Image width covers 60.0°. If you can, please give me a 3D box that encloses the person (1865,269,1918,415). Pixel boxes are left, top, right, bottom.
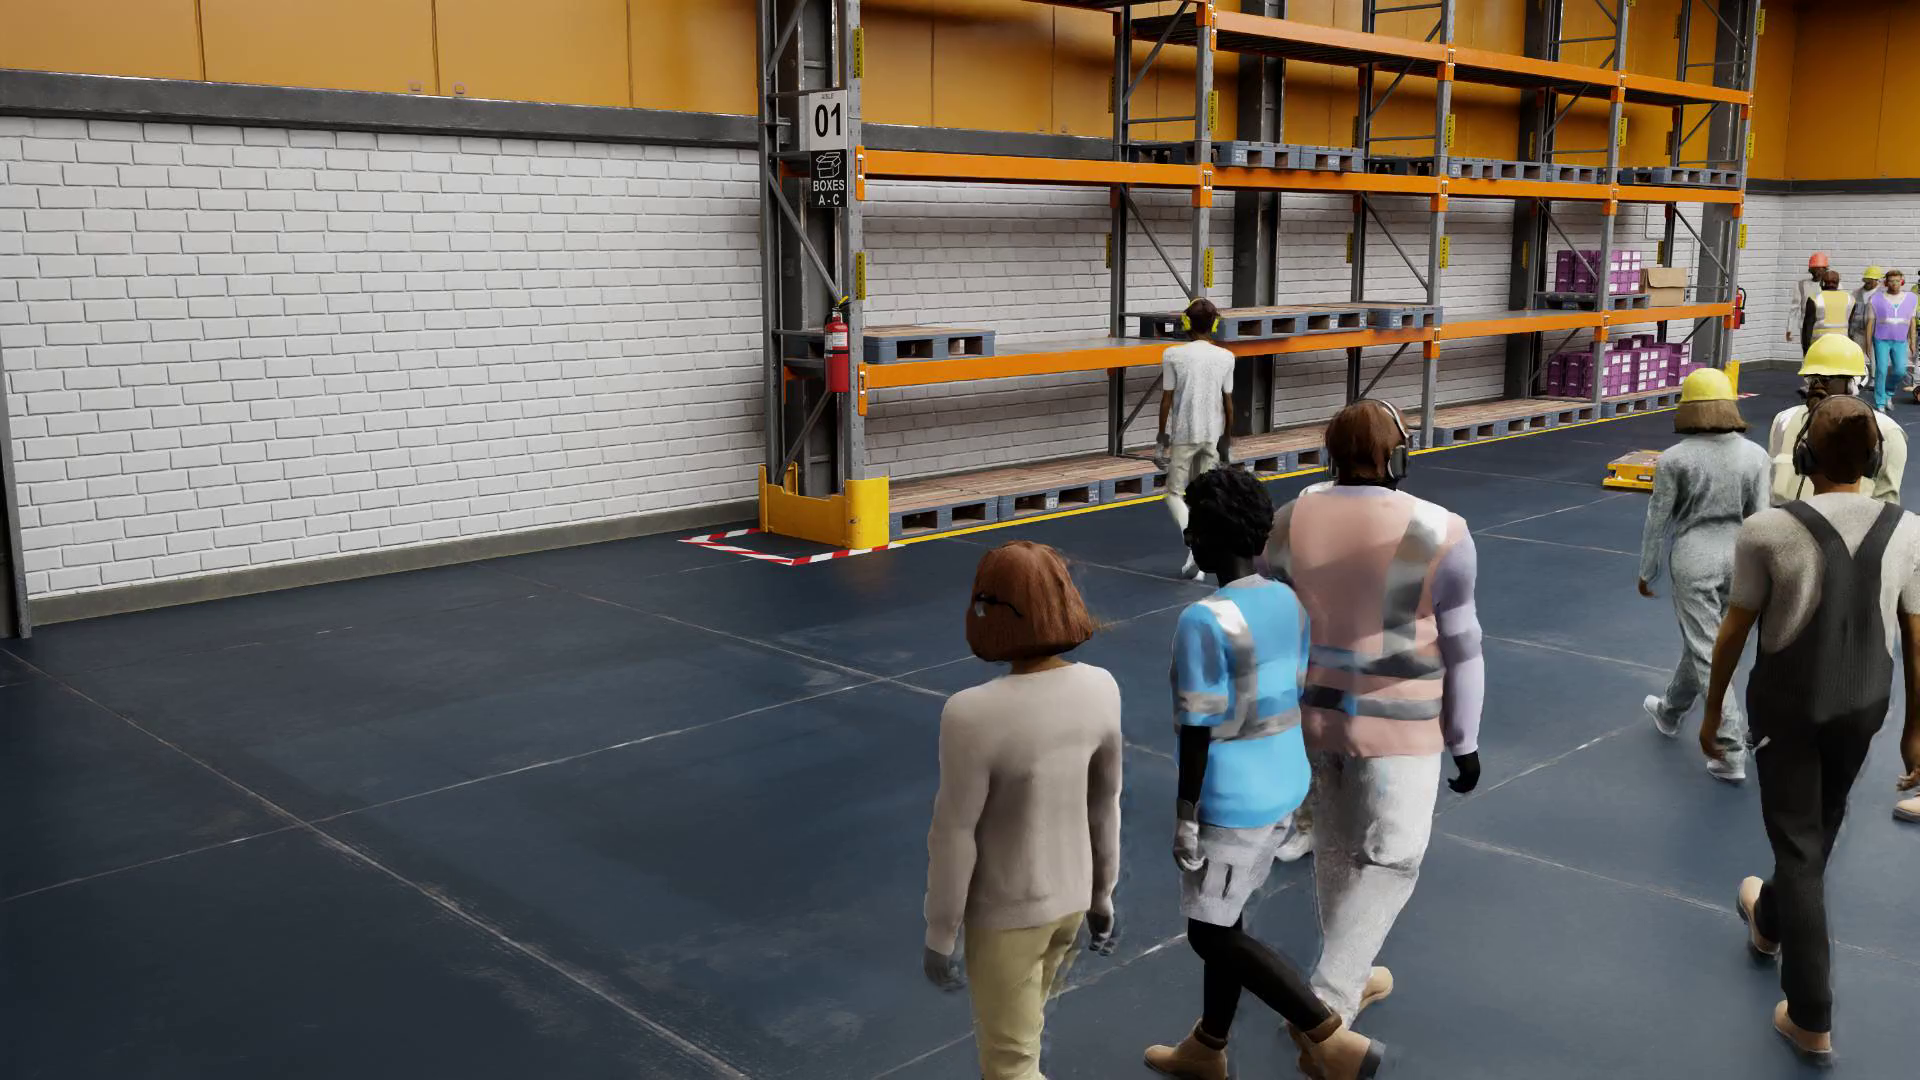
[{"bbox_3d":[11.624,-2.467,20.781,0.589,1.823,0.442,2,11,12],"label":"person"}]

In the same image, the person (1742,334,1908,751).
[{"bbox_3d":[3.638,0.045,7.067,0.404,1.833,0.590,-7,13,-34],"label":"person"}]

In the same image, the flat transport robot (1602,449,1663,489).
[{"bbox_3d":[6.328,-0.639,15.056,0.652,0.197,1.431,7,12,33],"label":"flat transport robot"}]

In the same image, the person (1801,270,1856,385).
[{"bbox_3d":[10.654,-2.405,20.487,0.625,1.817,0.436,0,10,0],"label":"person"}]

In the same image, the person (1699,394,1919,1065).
[{"bbox_3d":[2.412,0.482,4.771,0.537,1.797,0.932,1,10,7],"label":"person"}]

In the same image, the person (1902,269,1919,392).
[{"bbox_3d":[13.936,-3.042,23.952,0.661,1.814,0.641,-4,11,-22],"label":"person"}]

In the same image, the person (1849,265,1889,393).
[{"bbox_3d":[12.953,-3.004,23.757,0.433,1.817,0.590,-8,13,-37],"label":"person"}]

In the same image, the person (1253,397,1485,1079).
[{"bbox_3d":[1.046,0.531,4.501,0.624,1.817,0.801,9,14,40],"label":"person"}]

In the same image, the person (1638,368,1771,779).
[{"bbox_3d":[3.153,0.116,7.078,0.495,1.679,0.940,-1,10,-6],"label":"person"}]

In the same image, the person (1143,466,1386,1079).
[{"bbox_3d":[0.775,0.661,4.170,0.658,1.673,0.544,8,13,37],"label":"person"}]

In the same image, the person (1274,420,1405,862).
[{"bbox_3d":[1.369,0.366,5.841,0.511,1.641,0.307,9,13,39],"label":"person"}]

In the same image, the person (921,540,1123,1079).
[{"bbox_3d":[0.179,0.804,3.551,0.508,1.613,0.742,-10,14,-43],"label":"person"}]

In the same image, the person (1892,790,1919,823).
[{"bbox_3d":[3.823,0.113,6.123,0.389,2.041,0.614,-5,12,-27],"label":"person"}]

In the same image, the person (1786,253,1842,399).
[{"bbox_3d":[11.759,-2.946,22.954,0.630,1.981,1.062,9,14,41],"label":"person"}]

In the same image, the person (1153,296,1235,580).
[{"bbox_3d":[1.523,-0.632,10.707,0.535,1.853,0.545,-2,11,-13],"label":"person"}]
